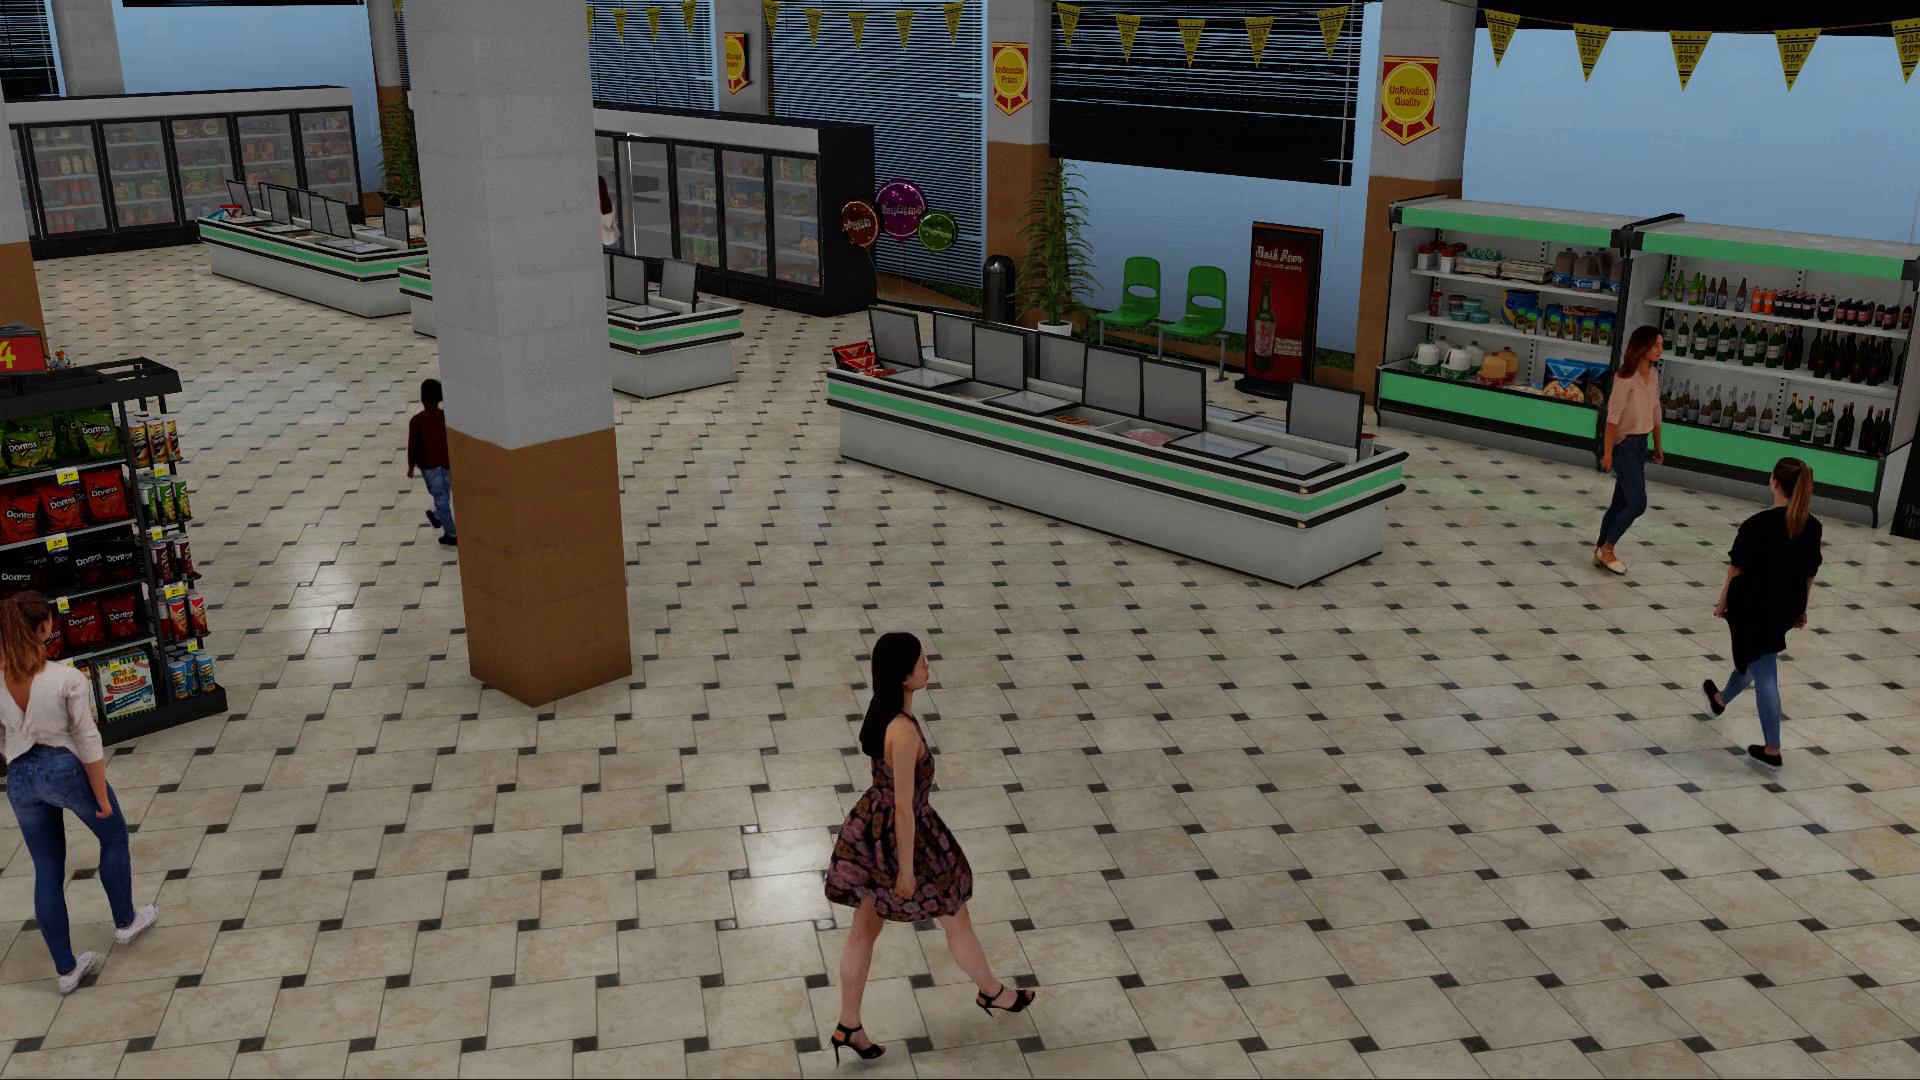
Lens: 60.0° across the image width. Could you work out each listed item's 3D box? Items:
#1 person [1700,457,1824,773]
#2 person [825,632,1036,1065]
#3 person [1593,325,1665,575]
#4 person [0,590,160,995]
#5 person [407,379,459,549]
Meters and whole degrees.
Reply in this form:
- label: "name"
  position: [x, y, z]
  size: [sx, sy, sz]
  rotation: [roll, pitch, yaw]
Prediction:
- label: "person"
  position: [4.283, 0.421, 8.722]
  size: [1.012, 1.643, 1.149]
  rotation: [-3, 19, -8]
- label: "person"
  position: [-0.317, 1.202, 6.254]
  size: [0.944, 1.741, 1.094]
  rotation: [-8, 20, -22]
- label: "person"
  position: [4.596, -0.636, 11.650]
  size: [0.631, 1.774, 0.644]
  rotation: [-15, 24, -37]
- label: "person"
  position: [-3.707, 1.056, 6.740]
  size: [0.885, 1.706, 0.947]
  rotation: [0, 19, -1]
- label: "person"
  position: [-3.818, -0.538, 12.225]
  size: [0.852, 1.221, 0.515]
  rotation: [17, 25, 40]
